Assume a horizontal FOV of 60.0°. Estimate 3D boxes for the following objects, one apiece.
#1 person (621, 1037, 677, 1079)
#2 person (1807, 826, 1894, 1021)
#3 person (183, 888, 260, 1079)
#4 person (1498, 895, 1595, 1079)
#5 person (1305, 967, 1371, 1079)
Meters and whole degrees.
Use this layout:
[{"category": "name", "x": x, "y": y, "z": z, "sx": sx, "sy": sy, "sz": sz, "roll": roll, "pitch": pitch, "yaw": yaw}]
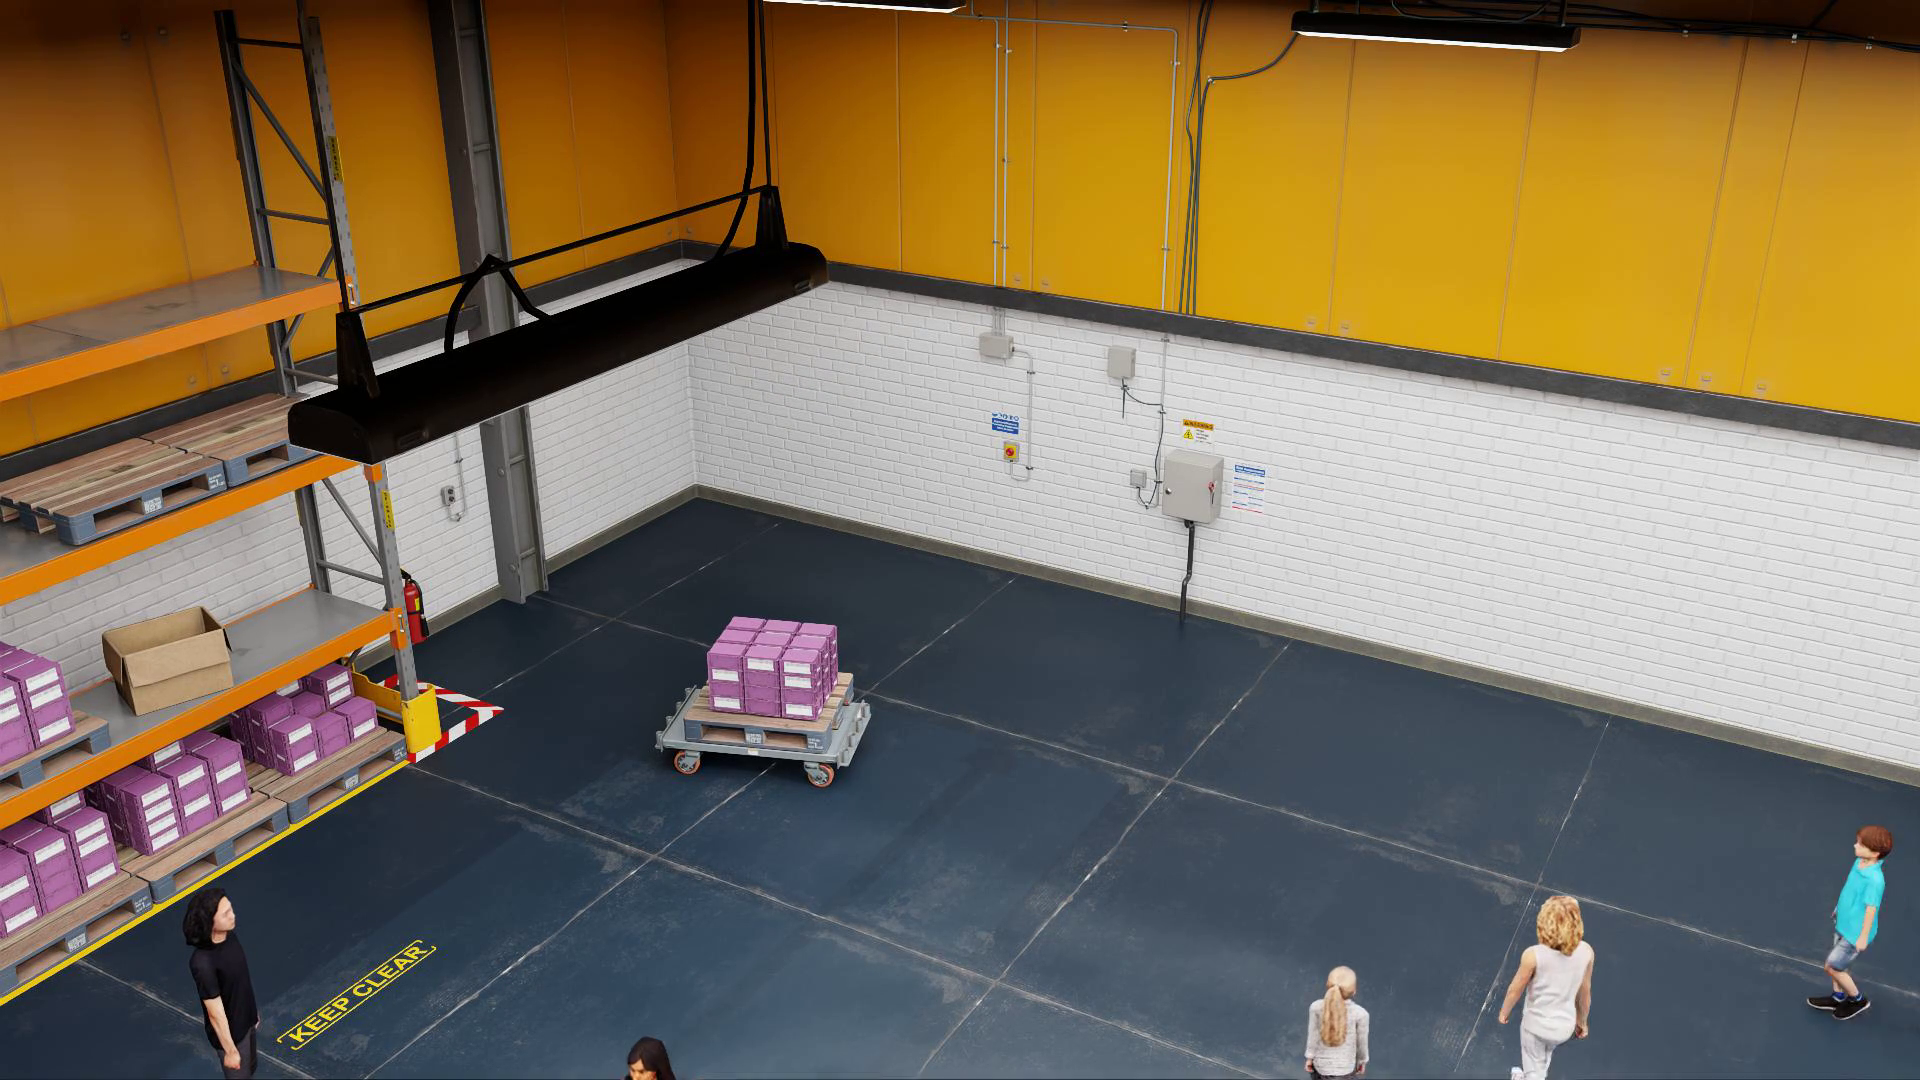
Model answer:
[{"category": "person", "x": -1.549, "y": 3.268, "z": 8.831, "sx": 0.682, "sy": 1.609, "sz": 0.709, "roll": 10, "pitch": 26, "yaw": 22}, {"category": "person", "x": 5.882, "y": 2.501, "z": 10.800, "sx": 0.670, "sy": 1.439, "sz": 0.585, "roll": 5, "pitch": 24, "yaw": 11}, {"category": "person", "x": -4.226, "y": 2.791, "z": 9.640, "sx": 0.767, "sy": 1.836, "sz": 0.688, "roll": -4, "pitch": 24, "yaw": -10}, {"category": "person", "x": 3.466, "y": 2.863, "z": 9.712, "sx": 0.916, "sy": 1.645, "sz": 1.006, "roll": -3, "pitch": 24, "yaw": -7}, {"category": "person", "x": 2.182, "y": 3.072, "z": 9.720, "sx": 0.609, "sy": 1.257, "sz": 0.881, "roll": 8, "pitch": 25, "yaw": 19}]
